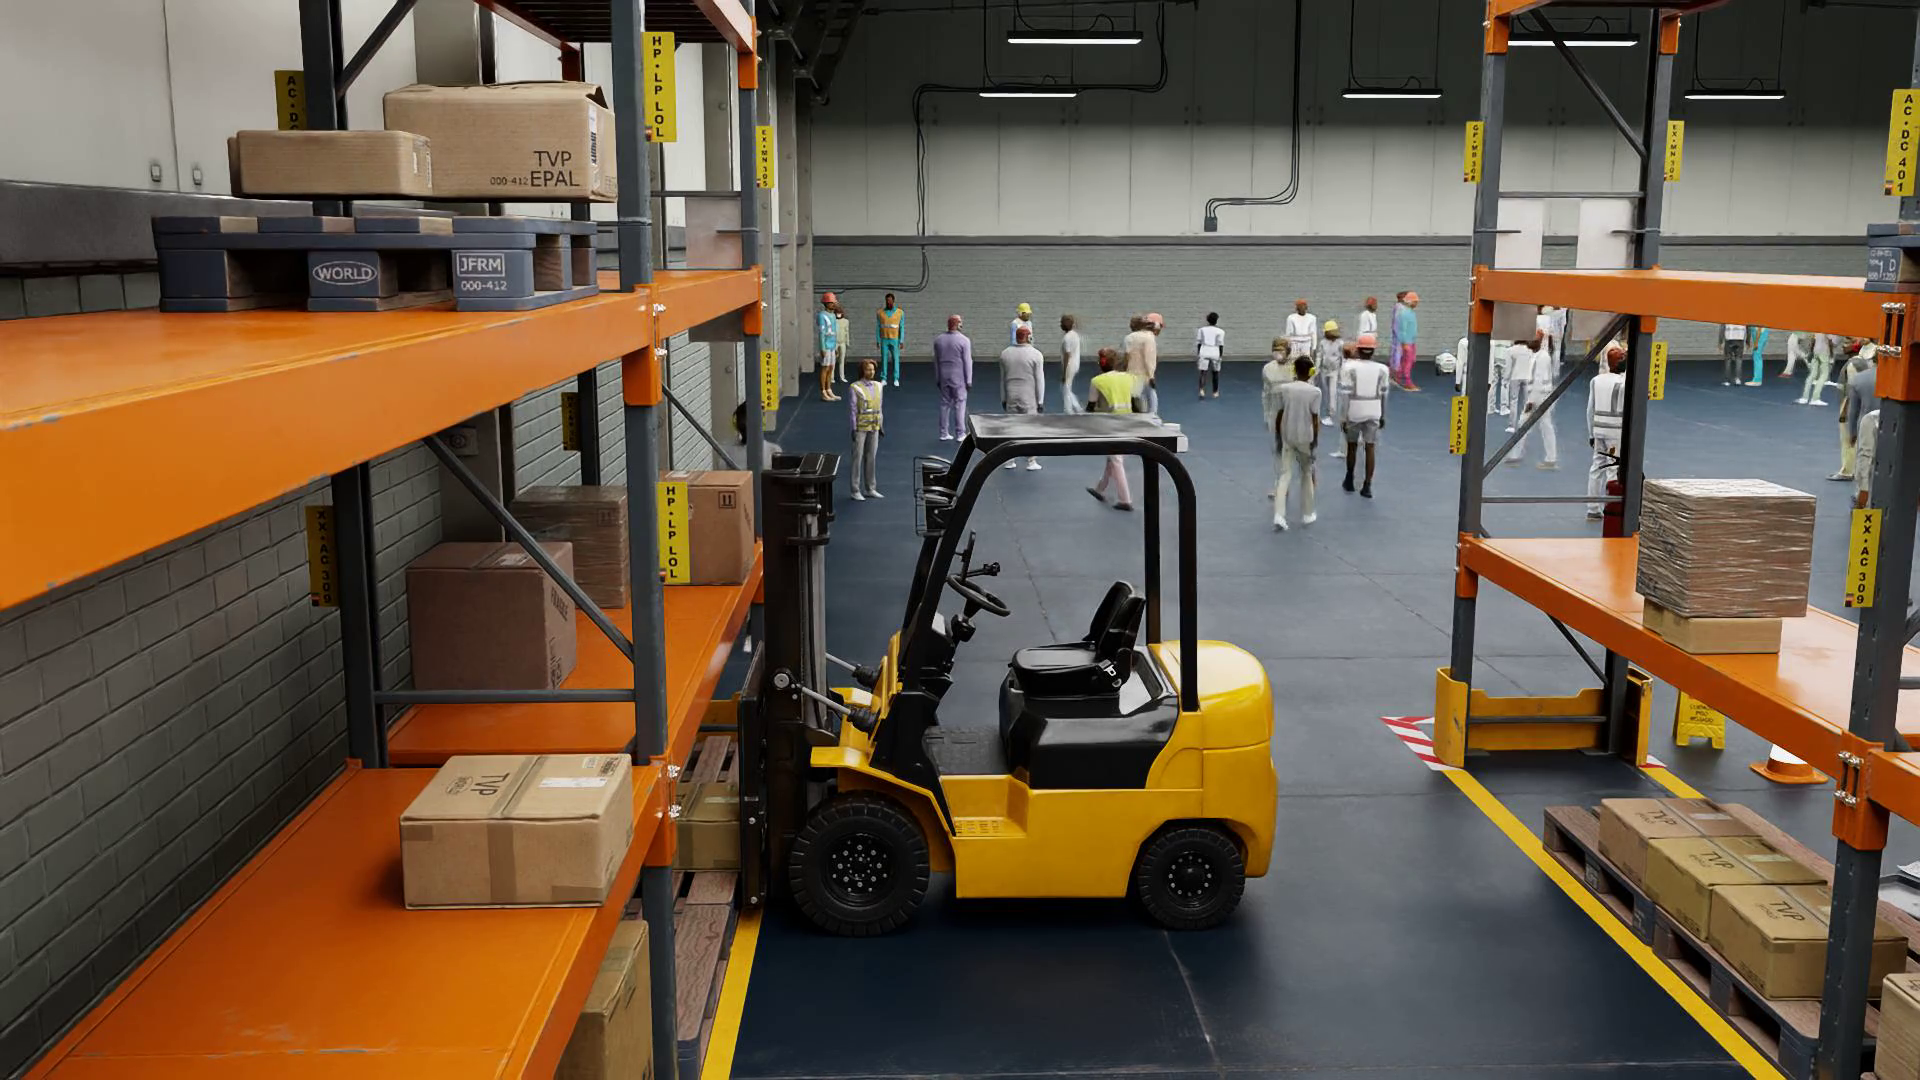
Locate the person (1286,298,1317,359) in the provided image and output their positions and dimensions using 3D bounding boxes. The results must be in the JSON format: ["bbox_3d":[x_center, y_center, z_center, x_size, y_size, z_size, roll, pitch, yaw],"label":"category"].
[{"bbox_3d":[6.777,-3.864,33.064,0.600,1.869,0.457,1,10,6],"label":"person"}]

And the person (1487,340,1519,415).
[{"bbox_3d":[9.413,-3.126,28.859,0.391,1.911,0.584,-9,14,-41],"label":"person"}]

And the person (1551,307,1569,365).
[{"bbox_3d":[14.518,-5.205,40.394,0.587,1.920,0.391,-4,11,-23],"label":"person"}]

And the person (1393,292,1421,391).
[{"bbox_3d":[9.051,-4.006,33.523,0.487,1.992,0.630,6,12,32],"label":"person"}]

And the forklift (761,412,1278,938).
[{"bbox_3d":[0.291,0.548,7.580,2.313,2.155,1.214,0,10,-2],"label":"forklift"}]

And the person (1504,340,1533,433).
[{"bbox_3d":[8.783,-2.488,26.060,0.498,1.632,0.285,1,10,5],"label":"person"}]

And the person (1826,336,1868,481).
[{"bbox_3d":[11.144,-1.655,20.810,0.379,1.849,0.570,7,12,35],"label":"person"}]

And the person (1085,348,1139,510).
[{"bbox_3d":[1.693,-1.263,18.807,0.605,1.783,0.979,-7,12,-34],"label":"person"}]

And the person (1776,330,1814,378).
[{"bbox_3d":[18.417,-4.501,36.469,0.739,1.924,0.640,5,11,24],"label":"person"}]

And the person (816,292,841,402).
[{"bbox_3d":[-2.451,-3.618,31.209,0.374,2.044,0.605,4,11,19],"label":"person"}]

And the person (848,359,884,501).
[{"bbox_3d":[-1.088,-1.281,19.309,0.314,1.642,0.514,10,14,43],"label":"person"}]

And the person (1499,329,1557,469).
[{"bbox_3d":[7.511,-1.849,21.918,0.880,1.847,0.582,1,10,4],"label":"person"}]

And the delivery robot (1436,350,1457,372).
[{"bbox_3d":[10.901,-4.007,37.262,0.477,0.478,0.707,1,10,6],"label":"delivery robot"}]

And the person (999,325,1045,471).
[{"bbox_3d":[0.830,-1.863,21.858,0.640,1.899,0.395,6,12,29],"label":"person"}]

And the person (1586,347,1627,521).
[{"bbox_3d":[6.909,-1.104,17.647,0.342,1.882,0.587,-4,11,-23],"label":"person"}]

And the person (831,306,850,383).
[{"bbox_3d":[-2.589,-4.164,35.392,0.498,1.633,0.284,-5,11,-26],"label":"person"}]

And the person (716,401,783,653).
[{"bbox_3d":[-1.564,-0.141,12.390,0.524,1.852,0.780,1,10,5],"label":"person"}]

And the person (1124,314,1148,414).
[{"bbox_3d":[2.799,-2.646,26.358,0.515,1.843,0.328,-5,11,-27],"label":"person"}]

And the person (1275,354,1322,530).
[{"bbox_3d":[3.504,-1.024,17.395,0.531,1.831,0.962,5,11,26],"label":"person"}]

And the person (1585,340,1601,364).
[{"bbox_3d":[15.537,-5.181,40.712,0.523,1.761,0.323,7,12,34],"label":"person"}]

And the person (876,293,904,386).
[{"bbox_3d":[-1.451,-4.165,34.605,0.593,1.920,0.391,1,10,8],"label":"person"}]

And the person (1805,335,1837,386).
[{"bbox_3d":[17.995,-4.145,34.552,0.750,1.898,0.568,-10,14,-43],"label":"person"}]

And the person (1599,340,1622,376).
[{"bbox_3d":[9.499,-2.300,24.204,0.391,1.924,0.553,5,11,26],"label":"person"}]

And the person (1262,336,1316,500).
[{"bbox_3d":[3.856,-1.430,19.404,0.681,1.908,0.742,10,14,43],"label":"person"}]

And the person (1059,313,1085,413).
[{"bbox_3d":[1.745,-2.739,26.886,0.416,1.836,0.534,4,11,19],"label":"person"}]

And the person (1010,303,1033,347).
[{"bbox_3d":[1.194,-3.600,31.702,0.404,1.827,0.600,8,13,36],"label":"person"}]

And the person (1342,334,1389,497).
[{"bbox_3d":[4.782,-1.489,19.741,0.563,1.900,0.835,1,10,5],"label":"person"}]

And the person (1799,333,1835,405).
[{"bbox_3d":[15.804,-3.394,30.574,0.386,1.826,0.725,-1,10,-4],"label":"person"}]

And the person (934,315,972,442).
[{"bbox_3d":[-0.081,-2.421,24.957,0.648,1.899,0.400,7,13,35],"label":"person"}]

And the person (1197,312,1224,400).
[{"bbox_3d":[4.743,-3.496,31.597,0.532,1.661,0.842,4,11,19],"label":"person"}]

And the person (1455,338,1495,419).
[{"bbox_3d":[7.665,-2.380,24.785,0.580,1.877,0.346,-2,10,-10],"label":"person"}]

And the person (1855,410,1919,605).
[{"bbox_3d":[7.674,-0.430,13.707,0.605,1.951,0.380,-1,10,-5],"label":"person"}]

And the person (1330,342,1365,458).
[{"bbox_3d":[5.394,-1.917,22.902,0.526,1.626,0.518,8,13,37],"label":"person"}]

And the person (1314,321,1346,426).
[{"bbox_3d":[6.079,-2.734,27.286,0.670,1.694,0.528,-8,13,-39],"label":"person"}]

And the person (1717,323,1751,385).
[{"bbox_3d":[16.120,-4.165,34.620,0.609,1.917,0.416,3,10,14],"label":"person"}]

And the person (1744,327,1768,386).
[{"bbox_3d":[16.580,-4.113,34.562,0.359,1.835,0.512,6,12,29],"label":"person"}]

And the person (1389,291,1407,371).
[{"bbox_3d":[10.149,-4.813,38.420,0.327,1.843,0.514,-2,10,-10],"label":"person"}]
